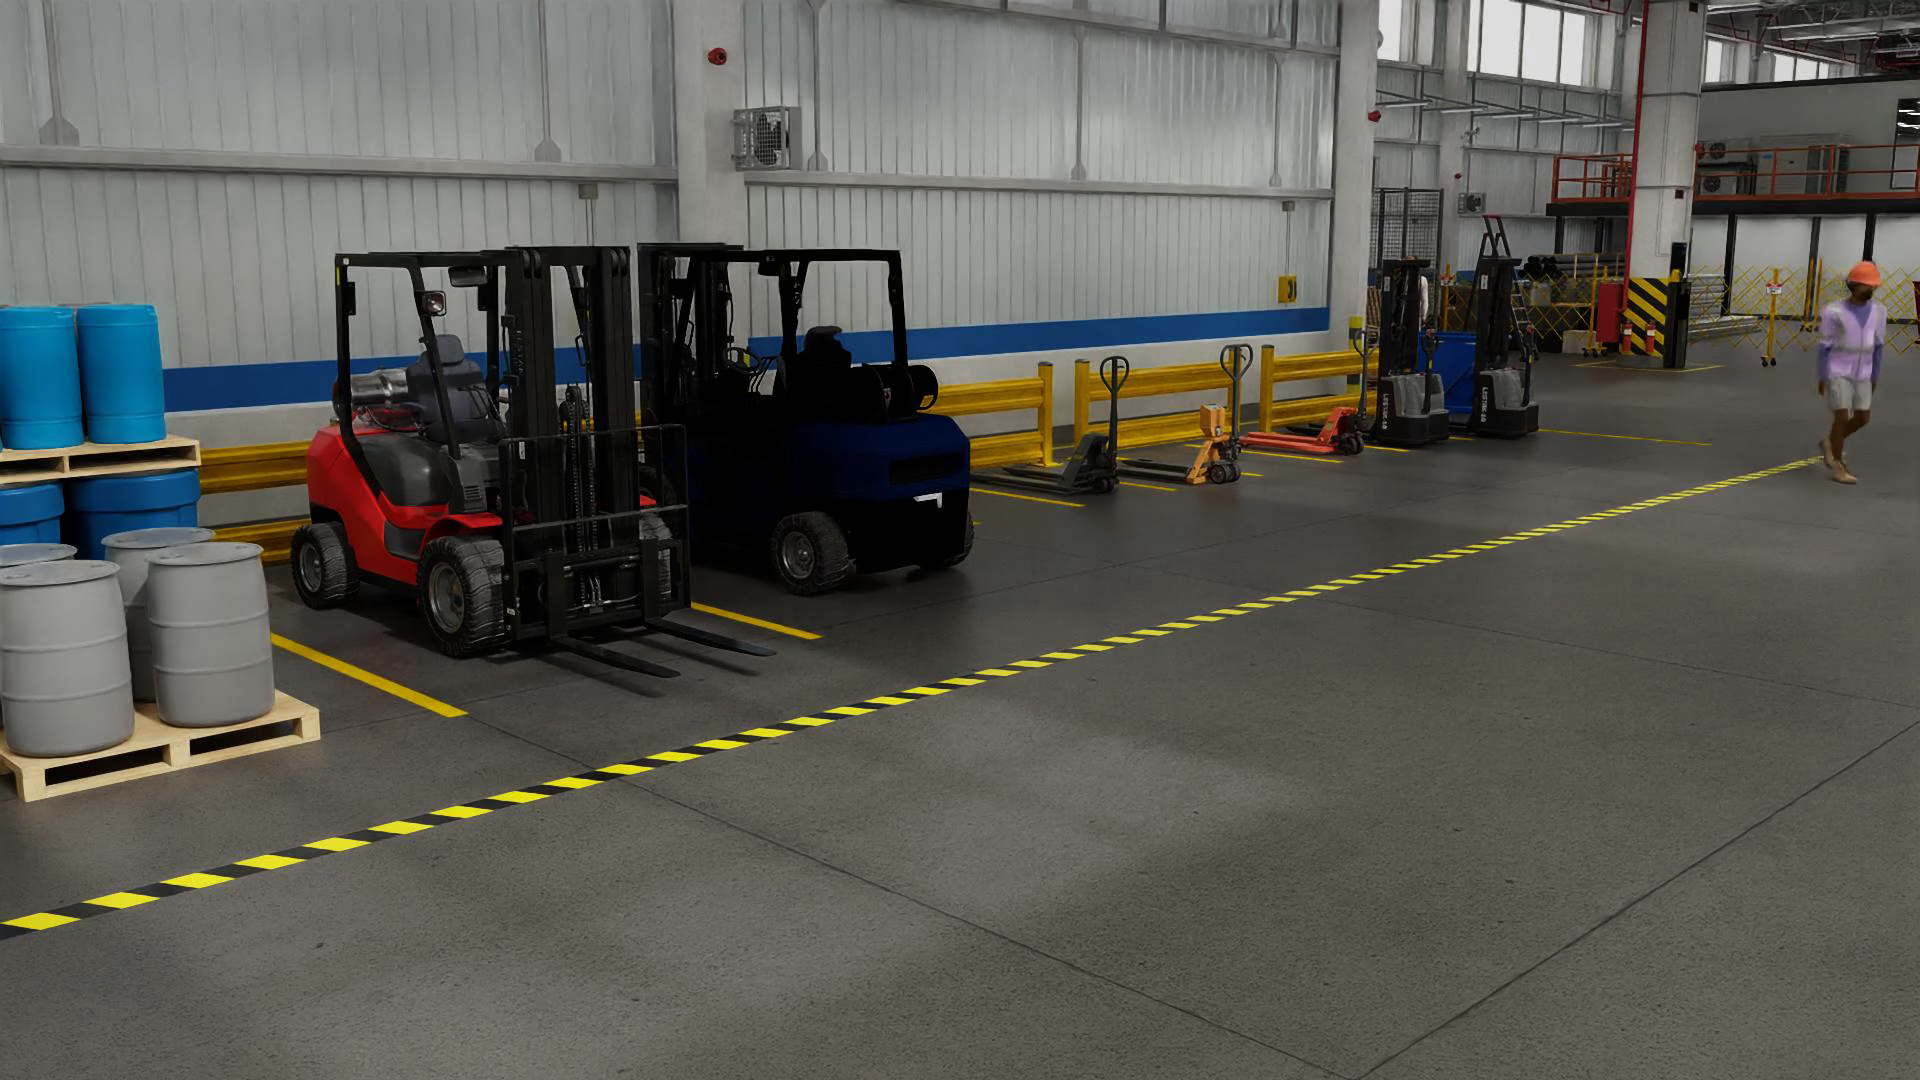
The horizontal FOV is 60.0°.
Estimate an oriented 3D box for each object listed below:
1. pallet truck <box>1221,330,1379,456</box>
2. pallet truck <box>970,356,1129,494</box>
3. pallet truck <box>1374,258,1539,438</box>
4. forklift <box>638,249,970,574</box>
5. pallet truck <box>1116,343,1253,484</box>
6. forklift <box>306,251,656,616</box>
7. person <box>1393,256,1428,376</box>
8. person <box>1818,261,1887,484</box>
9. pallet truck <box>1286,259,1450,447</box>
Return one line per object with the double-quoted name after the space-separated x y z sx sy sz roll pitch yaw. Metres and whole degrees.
3.563 -1.581 17.381 0.653 1.274 1.630 -10 14 -44 "pallet truck"
0.784 -1.085 14.876 0.680 1.201 1.601 -10 14 -44 "pallet truck"
5.704 -2.208 18.901 1.885 1.965 0.823 10 14 43 "pallet truck"
-1.173 -0.958 11.239 2.680 1.987 1.157 10 14 43 "forklift"
1.962 -1.215 15.415 1.522 1.261 0.704 10 14 43 "pallet truck"
-2.833 -0.669 9.694 1.157 1.987 2.680 -10 14 -44 "forklift"
7.145 -3.573 26.593 0.642 1.909 0.409 3 11 17 "person"
8.088 -1.535 15.183 0.605 2.019 0.649 0 10 -2 "person"
4.493 -2.078 18.196 0.823 1.965 1.885 -9 14 -40 "pallet truck"
